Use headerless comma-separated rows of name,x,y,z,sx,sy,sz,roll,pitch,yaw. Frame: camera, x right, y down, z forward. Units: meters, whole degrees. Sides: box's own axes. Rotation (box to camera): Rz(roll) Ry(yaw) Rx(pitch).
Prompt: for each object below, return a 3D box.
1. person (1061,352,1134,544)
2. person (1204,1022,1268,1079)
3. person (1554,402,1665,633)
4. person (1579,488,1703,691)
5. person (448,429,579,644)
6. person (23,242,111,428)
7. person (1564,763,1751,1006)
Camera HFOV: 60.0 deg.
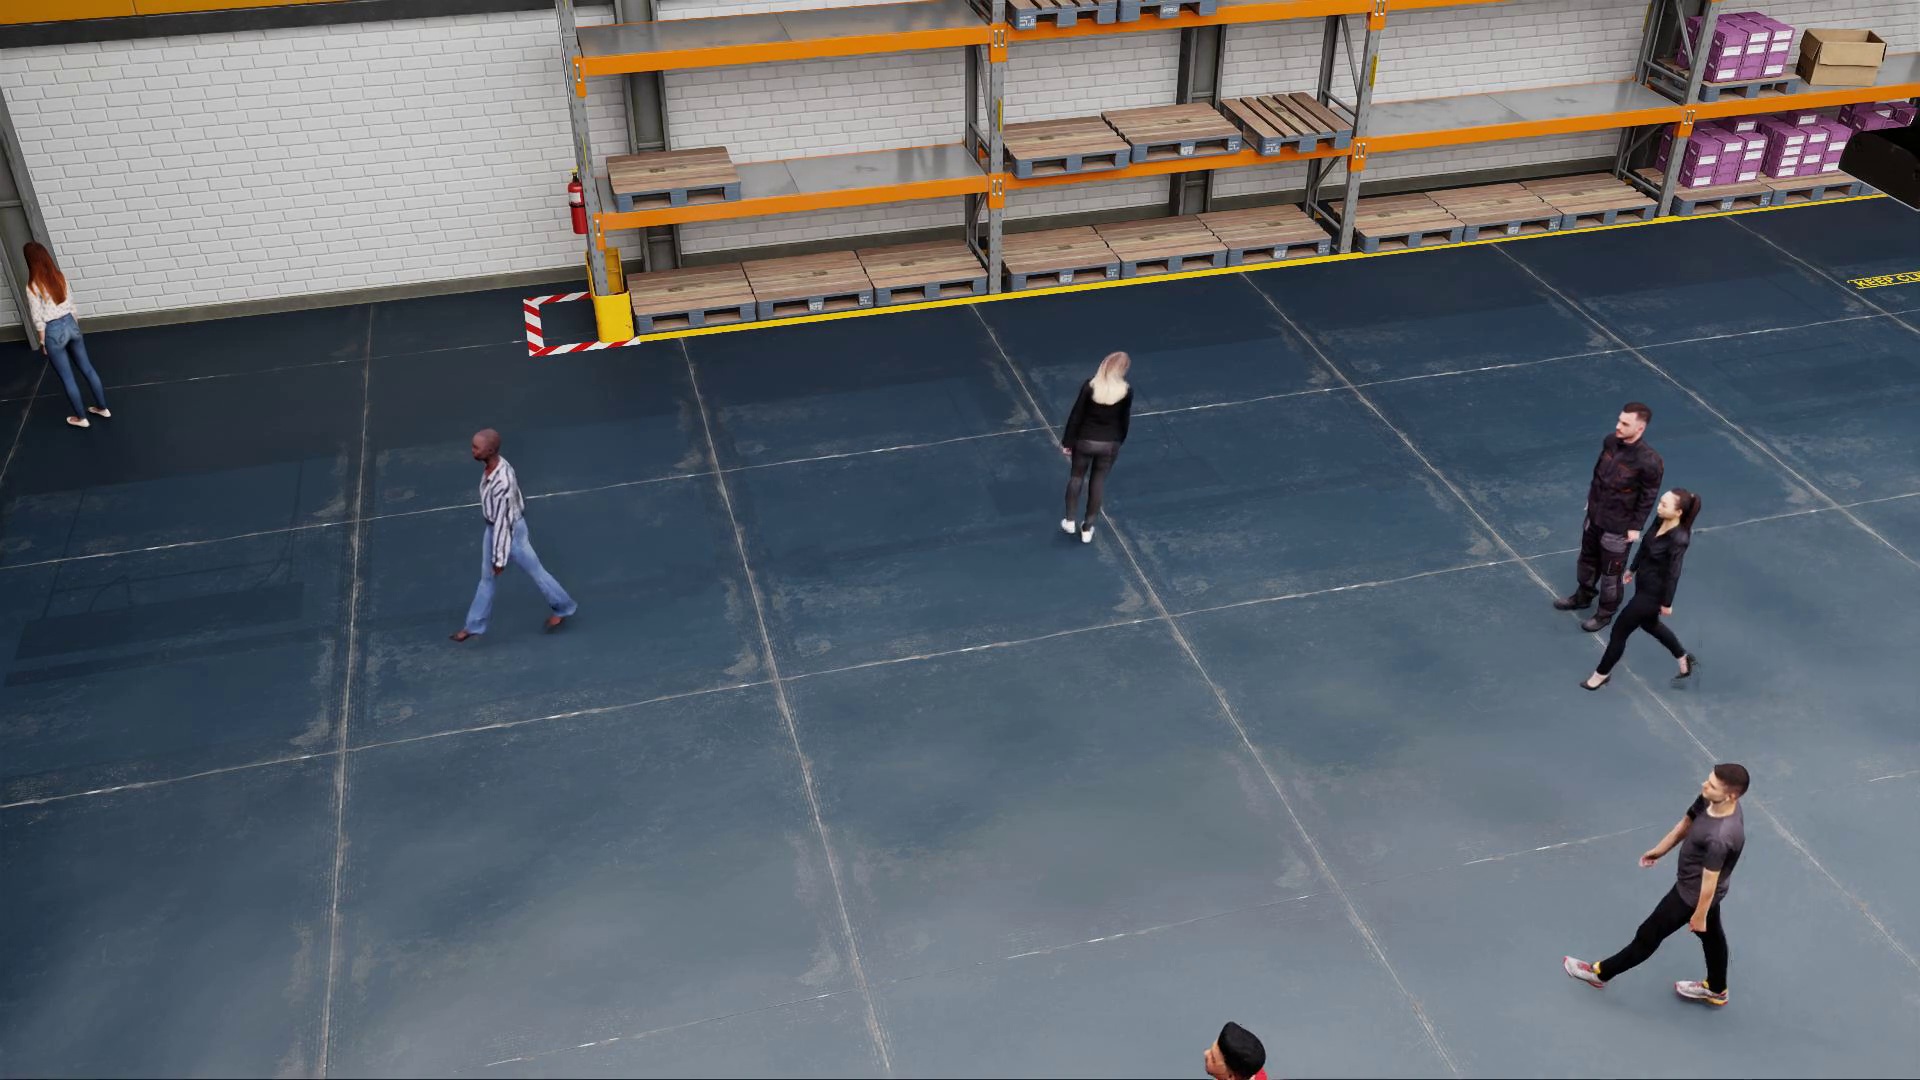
person,1.073,-0.716,13.113,0.631,1.648,0.806,-6,34,-9
person,1.301,2.921,7.474,1.308,1.833,1.070,7,34,11
person,4.785,-0.195,12.143,0.633,1.855,0.736,-13,36,-19
person,4.827,0.368,11.452,1.132,1.682,0.829,3,34,5
person,-3.152,-0.012,11.973,1.251,1.738,0.857,-17,37,-24
person,-7.935,-1.820,14.702,0.689,1.729,0.647,14,36,20
person,4.104,1.925,9.082,1.221,1.712,1.065,12,35,17
